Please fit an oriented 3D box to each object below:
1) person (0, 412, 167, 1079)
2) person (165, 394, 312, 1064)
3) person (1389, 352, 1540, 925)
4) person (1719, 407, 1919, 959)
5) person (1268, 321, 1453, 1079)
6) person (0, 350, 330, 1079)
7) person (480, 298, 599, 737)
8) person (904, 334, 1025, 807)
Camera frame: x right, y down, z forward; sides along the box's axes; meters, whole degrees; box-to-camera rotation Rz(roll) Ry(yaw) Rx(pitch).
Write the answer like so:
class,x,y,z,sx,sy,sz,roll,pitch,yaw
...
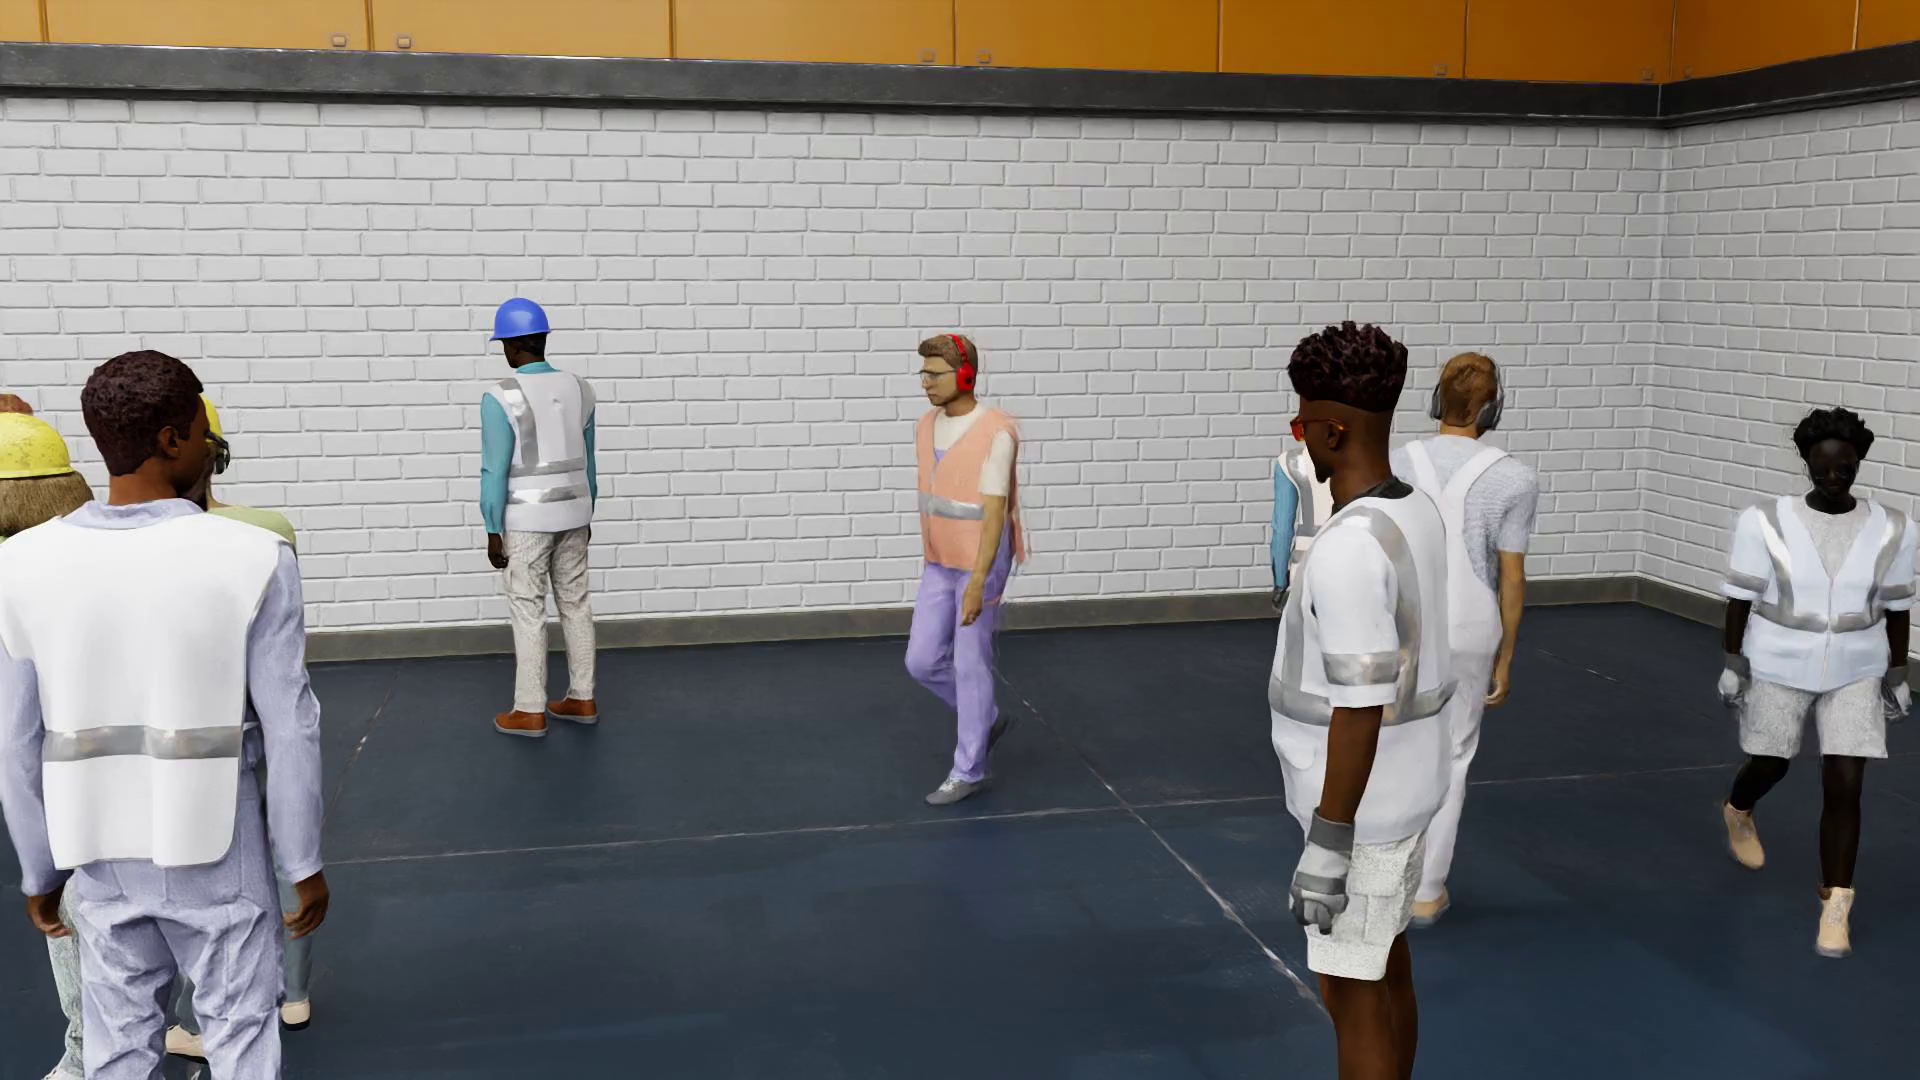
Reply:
class,x,y,z,sx,sy,sz,roll,pitch,yaw
person,-2.128,0.570,3.908,0.492,1.742,0.324,8,12,41
person,-1.985,0.481,4.385,0.326,1.765,0.533,8,12,41
person,1.458,0.339,5.106,0.532,1.818,0.567,5,11,30
person,2.683,0.390,5.261,0.562,1.660,0.761,3,10,17
person,0.823,0.531,3.476,0.373,1.962,0.607,5,10,26
person,-1.519,0.602,3.193,0.590,1.916,0.399,0,9,-1
person,-1.868,-0.098,7.390,0.422,1.938,0.607,7,12,37
person,0.027,0.119,6.421,0.465,1.824,0.564,-8,12,-39
